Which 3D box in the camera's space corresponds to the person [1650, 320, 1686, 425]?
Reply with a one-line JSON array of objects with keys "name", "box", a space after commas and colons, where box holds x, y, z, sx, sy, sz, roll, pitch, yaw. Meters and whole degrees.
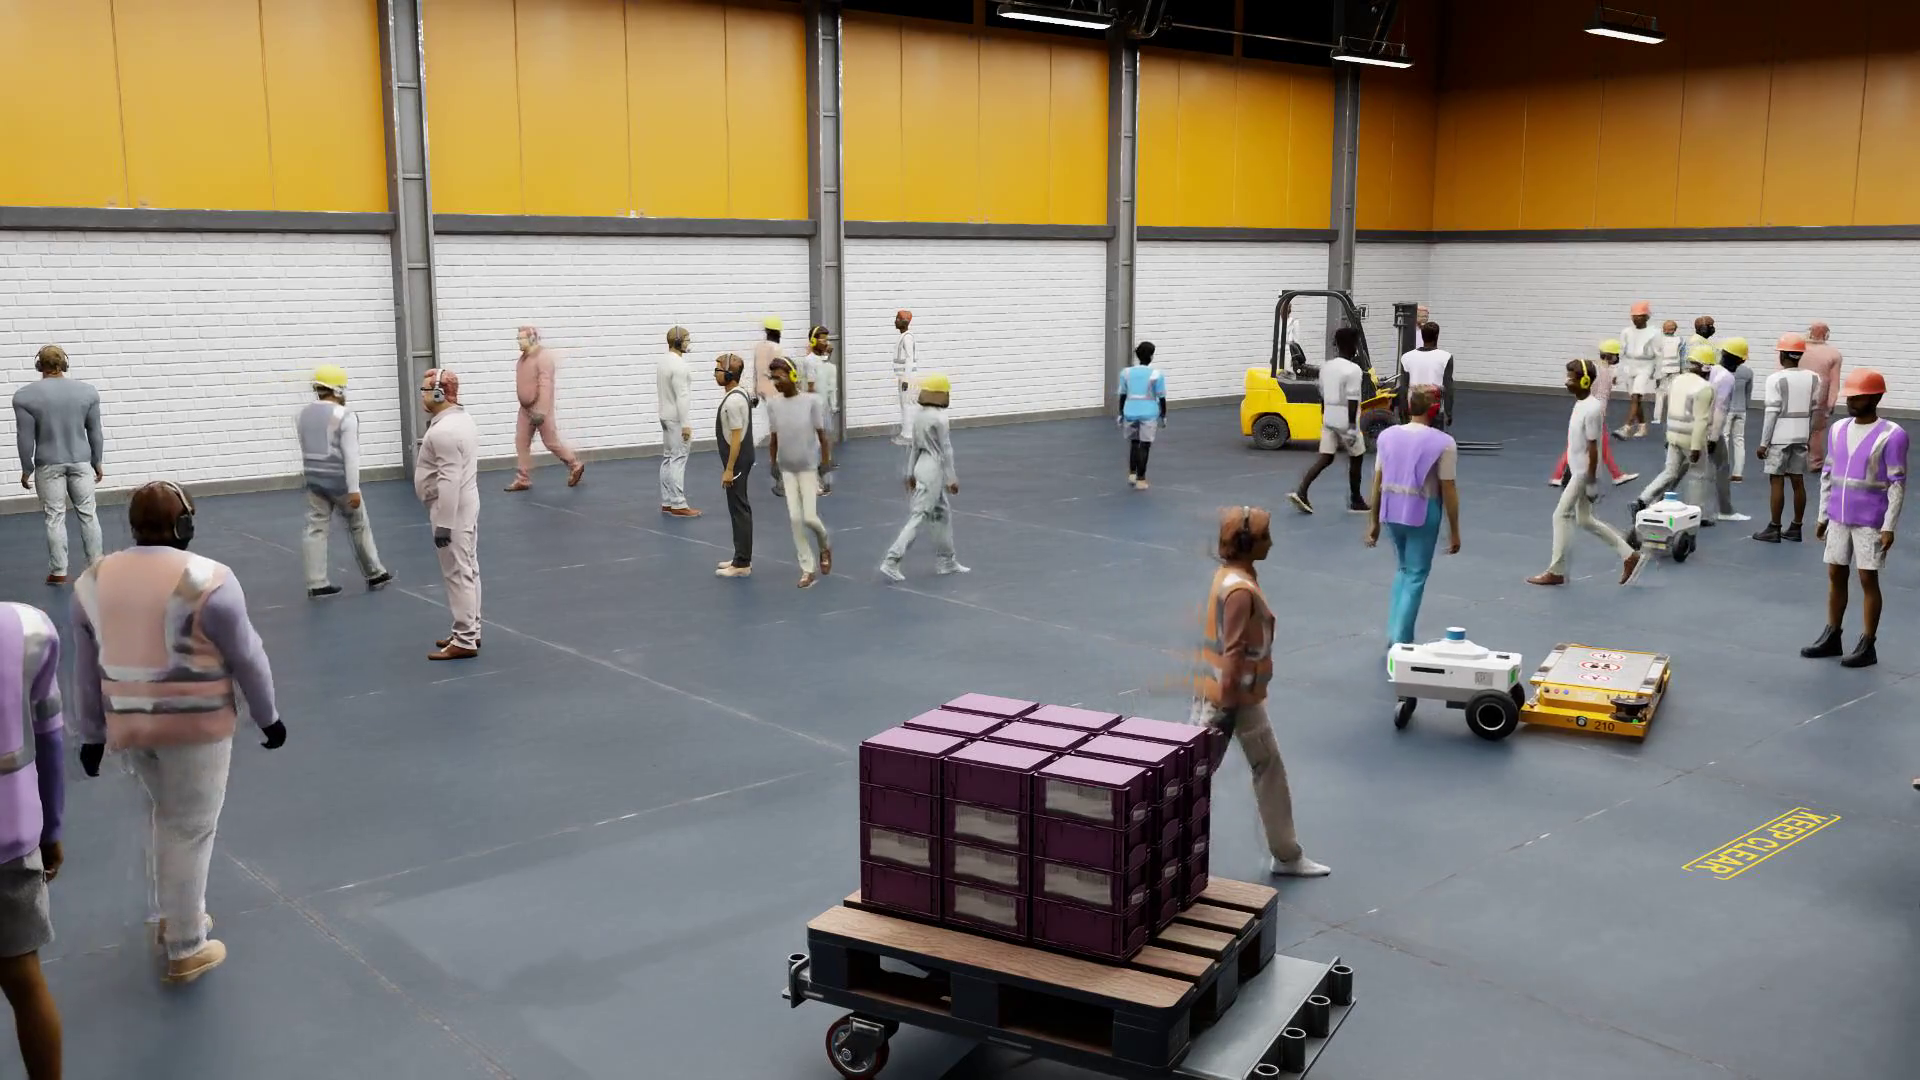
[{"name": "person", "box": [11.077, -2.618, 26.048, 0.523, 1.636, 0.310, 1, 10, 8]}]

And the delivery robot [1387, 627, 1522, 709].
[{"name": "delivery robot", "box": [2.767, 0.732, 9.324, 0.707, 0.478, 0.477, 4, 11, 22]}]

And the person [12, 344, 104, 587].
[{"name": "person", "box": [-7.184, -0.593, 13.307, 0.627, 1.940, 0.376, -8, 12, -38]}]

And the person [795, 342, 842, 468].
[{"name": "person", "box": [-1.782, -1.663, 20.552, 0.593, 1.612, 0.325, -1, 10, -5]}]

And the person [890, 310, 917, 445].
[{"name": "person", "box": [-0.784, -2.271, 23.295, 0.352, 1.884, 0.579, -2, 10, -10]}]

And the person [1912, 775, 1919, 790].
[{"name": "person", "box": [5.110, 0.292, 8.130, 0.957, 1.942, 0.648, -8, 13, -40]}]

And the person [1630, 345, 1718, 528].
[{"name": "person", "box": [6.939, -0.982, 16.041, 0.836, 1.796, 0.611, -2, 10, -11]}]

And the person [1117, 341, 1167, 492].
[{"name": "person", "box": [2.077, -1.392, 18.723, 0.563, 1.676, 0.552, 5, 11, 27]}]

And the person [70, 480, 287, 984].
[{"name": "person", "box": [-2.872, 0.684, 6.176, 0.640, 1.817, 0.647, 2, 10, 12]}]

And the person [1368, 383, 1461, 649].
[{"name": "person", "box": [2.987, -0.102, 10.768, 0.596, 1.820, 0.574, -7, 12, -37]}]

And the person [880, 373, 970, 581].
[{"name": "person", "box": [-0.291, -0.512, 13.566, 0.859, 1.708, 0.482, -4, 11, -24]}]

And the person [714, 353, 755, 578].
[{"name": "person", "box": [-1.864, -0.612, 13.691, 0.343, 1.847, 0.506, 0, 10, 0]}]

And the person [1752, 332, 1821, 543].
[{"name": "person", "box": [7.606, -0.938, 15.330, 0.542, 1.939, 0.366, -2, 10, -13]}]

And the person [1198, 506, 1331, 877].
[{"name": "person", "box": [1.136, 0.639, 7.079, 0.837, 1.603, 0.526, 1, 10, 4]}]

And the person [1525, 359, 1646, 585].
[{"name": "person", "box": [5.020, -0.526, 13.226, 0.830, 1.836, 0.511, 3, 10, 17]}]

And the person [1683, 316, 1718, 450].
[{"name": "person", "box": [9.866, -2.056, 22.157, 0.429, 1.847, 0.625, 5, 11, 29]}]

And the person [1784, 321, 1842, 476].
[{"name": "person", "box": [10.226, -1.701, 20.038, 0.650, 1.863, 0.986, 7, 12, 34]}]

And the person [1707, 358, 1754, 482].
[{"name": "person", "box": [8.968, -1.473, 19.359, 0.505, 1.633, 0.278, -2, 10, -13]}]

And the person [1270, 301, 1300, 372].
[{"name": "person", "box": [5.516, -3.135, 28.360, 0.355, 1.882, 0.576, -7, 12, -37]}]

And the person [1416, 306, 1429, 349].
[{"name": "person", "box": [6.719, -2.467, 24.385, 0.652, 1.904, 0.403, -2, 10, -12]}]

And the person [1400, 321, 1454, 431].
[{"name": "person", "box": [5.138, -1.440, 18.327, 0.587, 1.920, 0.390, 6, 12, 33]}]

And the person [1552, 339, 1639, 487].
[{"name": "person", "box": [7.249, -1.425, 18.908, 0.970, 1.693, 0.534, 2, 10, 13]}]

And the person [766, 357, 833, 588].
[{"name": "person", "box": [-1.283, -0.555, 13.357, 0.559, 1.839, 0.493, 3, 10, 18]}]

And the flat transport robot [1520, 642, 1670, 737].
[{"name": "flat transport robot", "box": [3.746, 0.849, 9.742, 0.652, 0.197, 1.431, 5, 11, 28]}]

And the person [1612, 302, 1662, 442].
[{"name": "person", "box": [9.669, -2.408, 23.834, 1.094, 1.975, 0.619, -7, 12, -35]}]

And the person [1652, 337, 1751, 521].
[{"name": "person", "box": [7.373, -1.102, 16.539, 0.967, 1.857, 0.726, -1, 10, -5]}]

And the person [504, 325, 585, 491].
[{"name": "person", "box": [-4.731, -1.498, 18.811, 0.639, 1.874, 0.882, 8, 13, 40]}]

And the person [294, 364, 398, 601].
[{"name": "person", "box": [-4.786, -0.464, 12.945, 0.626, 1.796, 0.847, 4, 10, 22]}]

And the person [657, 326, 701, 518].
[{"name": "person", "box": [-2.867, -1.194, 16.825, 0.354, 1.937, 0.635, -5, 11, -27]}]

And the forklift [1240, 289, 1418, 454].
[{"name": "forklift", "box": [5.034, -2.339, 22.783, 2.313, 2.155, 1.214, 3, 10, 16]}]

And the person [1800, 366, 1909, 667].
[{"name": "person", "box": [5.761, -0.149, 10.713, 0.373, 1.934, 0.551, -4, 11, -24]}]

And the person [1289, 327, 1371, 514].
[{"name": "person", "box": [3.827, -1.211, 16.954, 0.909, 1.938, 0.609, -5, 11, -25]}]

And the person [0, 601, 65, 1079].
[{"name": "person", "box": [-2.796, 0.845, 4.631, 0.409, 2.034, 0.607, 5, 11, 28]}]

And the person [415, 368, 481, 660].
[{"name": "person", "box": [-3.363, -0.169, 10.922, 0.401, 1.910, 0.641, -1, 10, -6]}]

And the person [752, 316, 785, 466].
[{"name": "person", "box": [-2.438, -1.884, 21.003, 0.891, 1.893, 0.578, -7, 12, -35]}]

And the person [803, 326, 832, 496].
[{"name": "person", "box": [-1.583, -1.427, 18.407, 0.317, 1.865, 0.523, 1, 10, 4]}]

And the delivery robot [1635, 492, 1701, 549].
[{"name": "delivery robot", "box": [6.240, -0.176, 14.642, 0.477, 0.478, 0.707, 9, 13, 43]}]
